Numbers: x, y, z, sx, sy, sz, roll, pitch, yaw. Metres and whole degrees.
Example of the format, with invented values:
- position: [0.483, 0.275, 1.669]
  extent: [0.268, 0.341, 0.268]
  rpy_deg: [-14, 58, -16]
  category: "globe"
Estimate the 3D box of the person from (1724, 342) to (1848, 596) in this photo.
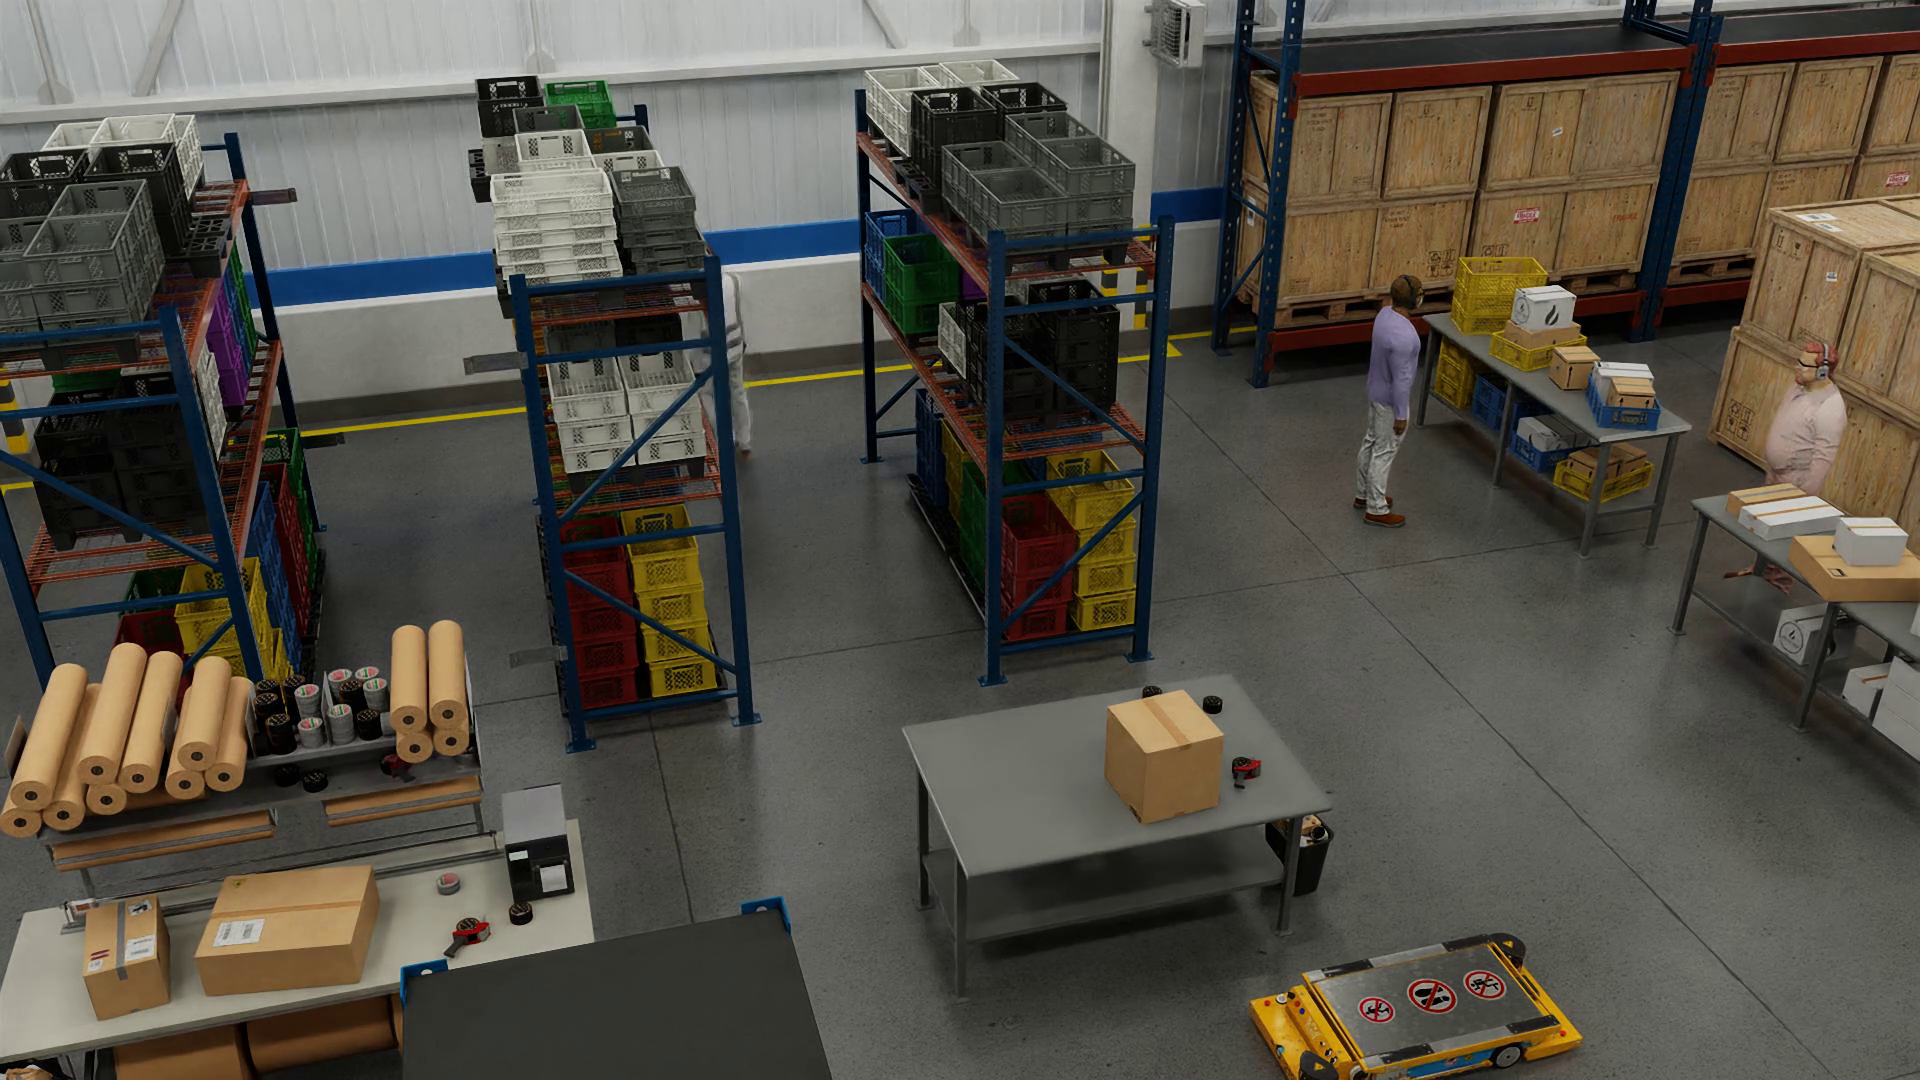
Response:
- position: [5.604, -0.434, 11.236]
  extent: [0.399, 1.909, 0.642]
  rpy_deg: [3, 29, 5]
  category: "person"

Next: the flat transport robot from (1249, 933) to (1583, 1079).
- position: [2.184, 2.282, 7.980]
  extent: [1.431, 0.197, 0.652]
  rpy_deg: [-8, 30, -14]
  category: "flat transport robot"

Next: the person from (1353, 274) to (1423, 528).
- position: [3.188, -1.036, 12.298]
  extent: [0.363, 1.939, 0.636]
  rpy_deg: [-1, 29, -2]
  category: "person"

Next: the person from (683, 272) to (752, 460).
- position: [-1.892, -1.487, 13.202]
  extent: [0.418, 1.861, 0.694]
  rpy_deg: [25, 37, 37]
  category: "person"
